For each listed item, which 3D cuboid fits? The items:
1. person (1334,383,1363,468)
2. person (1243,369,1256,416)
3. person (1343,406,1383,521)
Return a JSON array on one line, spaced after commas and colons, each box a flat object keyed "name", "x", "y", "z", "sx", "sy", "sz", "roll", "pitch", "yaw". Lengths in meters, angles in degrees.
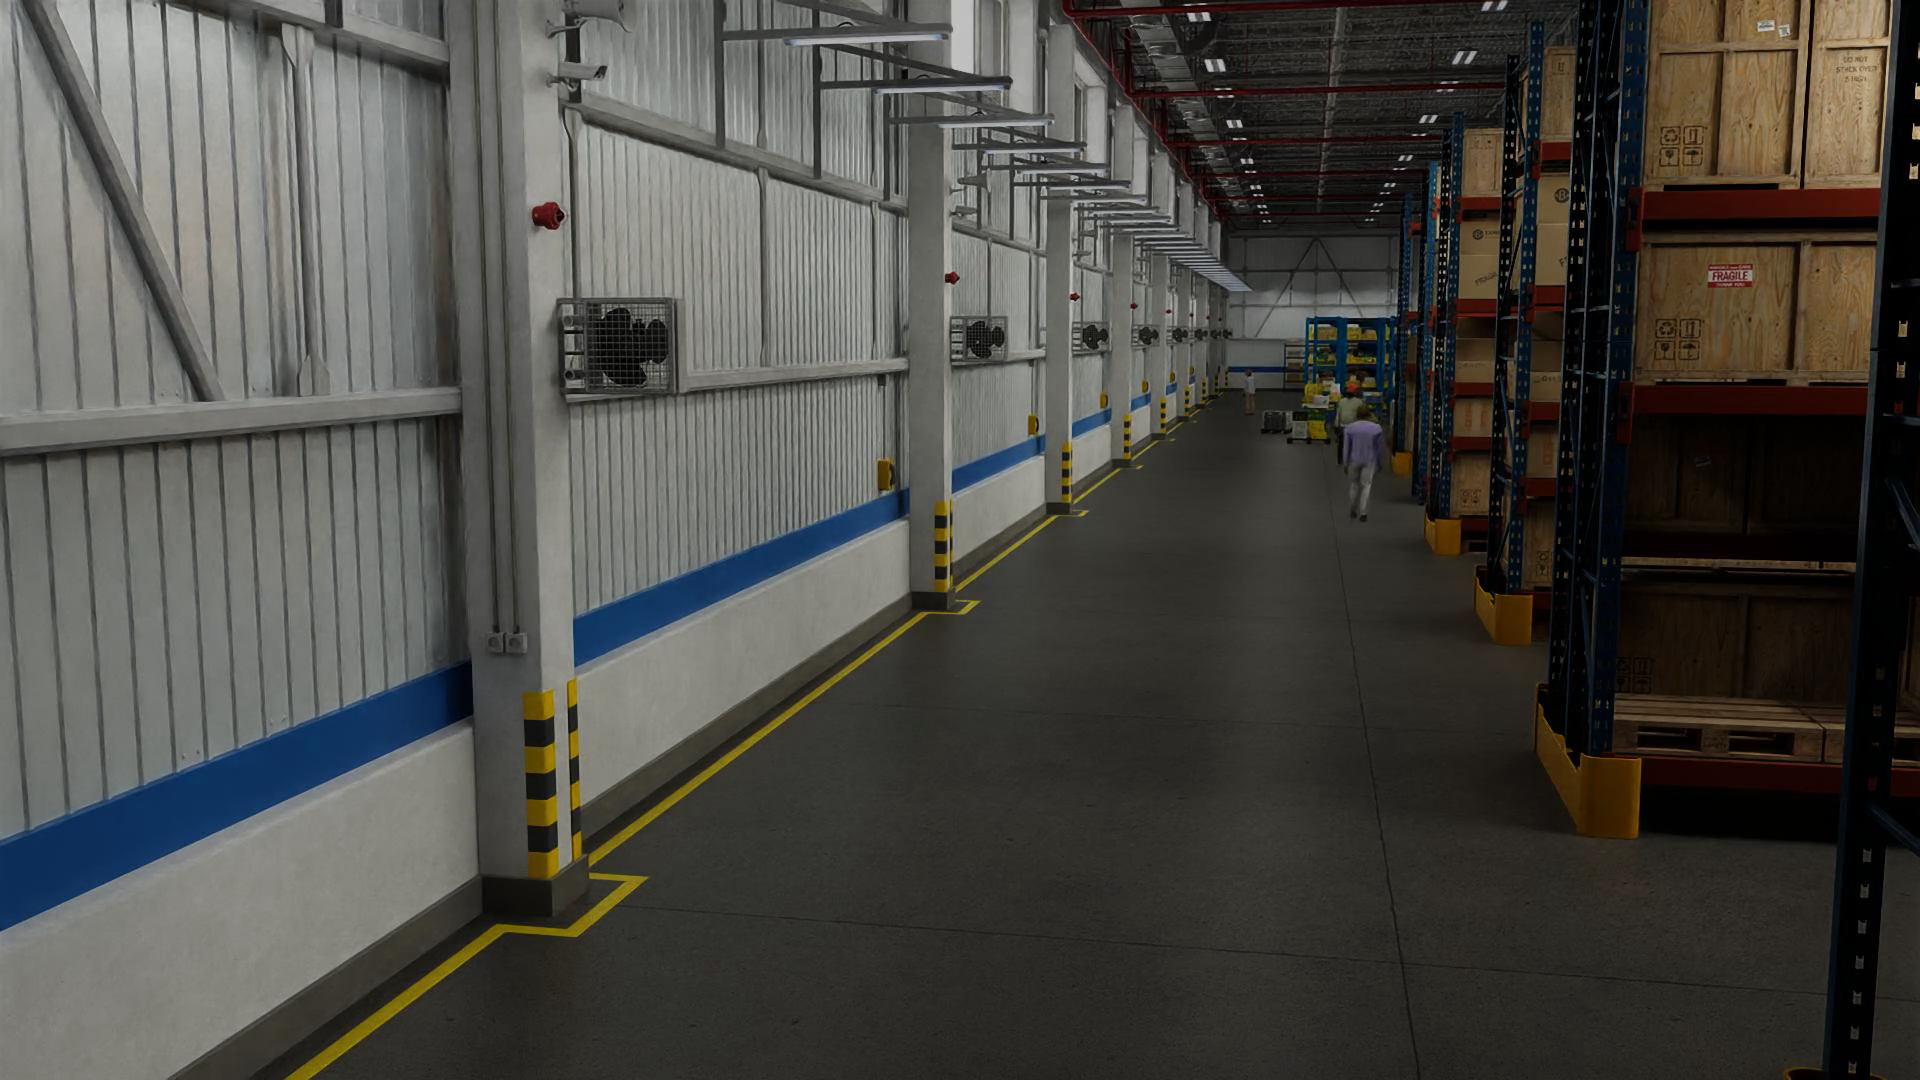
[{"name": "person", "x": 8.889, "y": -2.623, "z": 38.007, "sx": 0.644, "sy": 1.965, "sz": 0.619, "roll": 4, "pitch": 8, "yaw": 30}, {"name": "person", "x": 10.740, "y": -5.492, "z": 61.831, "sx": 0.571, "sy": 1.749, "sz": 0.343, "roll": -5, "pitch": 9, "yaw": -36}, {"name": "person", "x": 6.641, "y": -1.260, "z": 27.442, "sx": 0.636, "sy": 1.893, "sz": 1.007, "roll": 2, "pitch": 7, "yaw": 16}]
